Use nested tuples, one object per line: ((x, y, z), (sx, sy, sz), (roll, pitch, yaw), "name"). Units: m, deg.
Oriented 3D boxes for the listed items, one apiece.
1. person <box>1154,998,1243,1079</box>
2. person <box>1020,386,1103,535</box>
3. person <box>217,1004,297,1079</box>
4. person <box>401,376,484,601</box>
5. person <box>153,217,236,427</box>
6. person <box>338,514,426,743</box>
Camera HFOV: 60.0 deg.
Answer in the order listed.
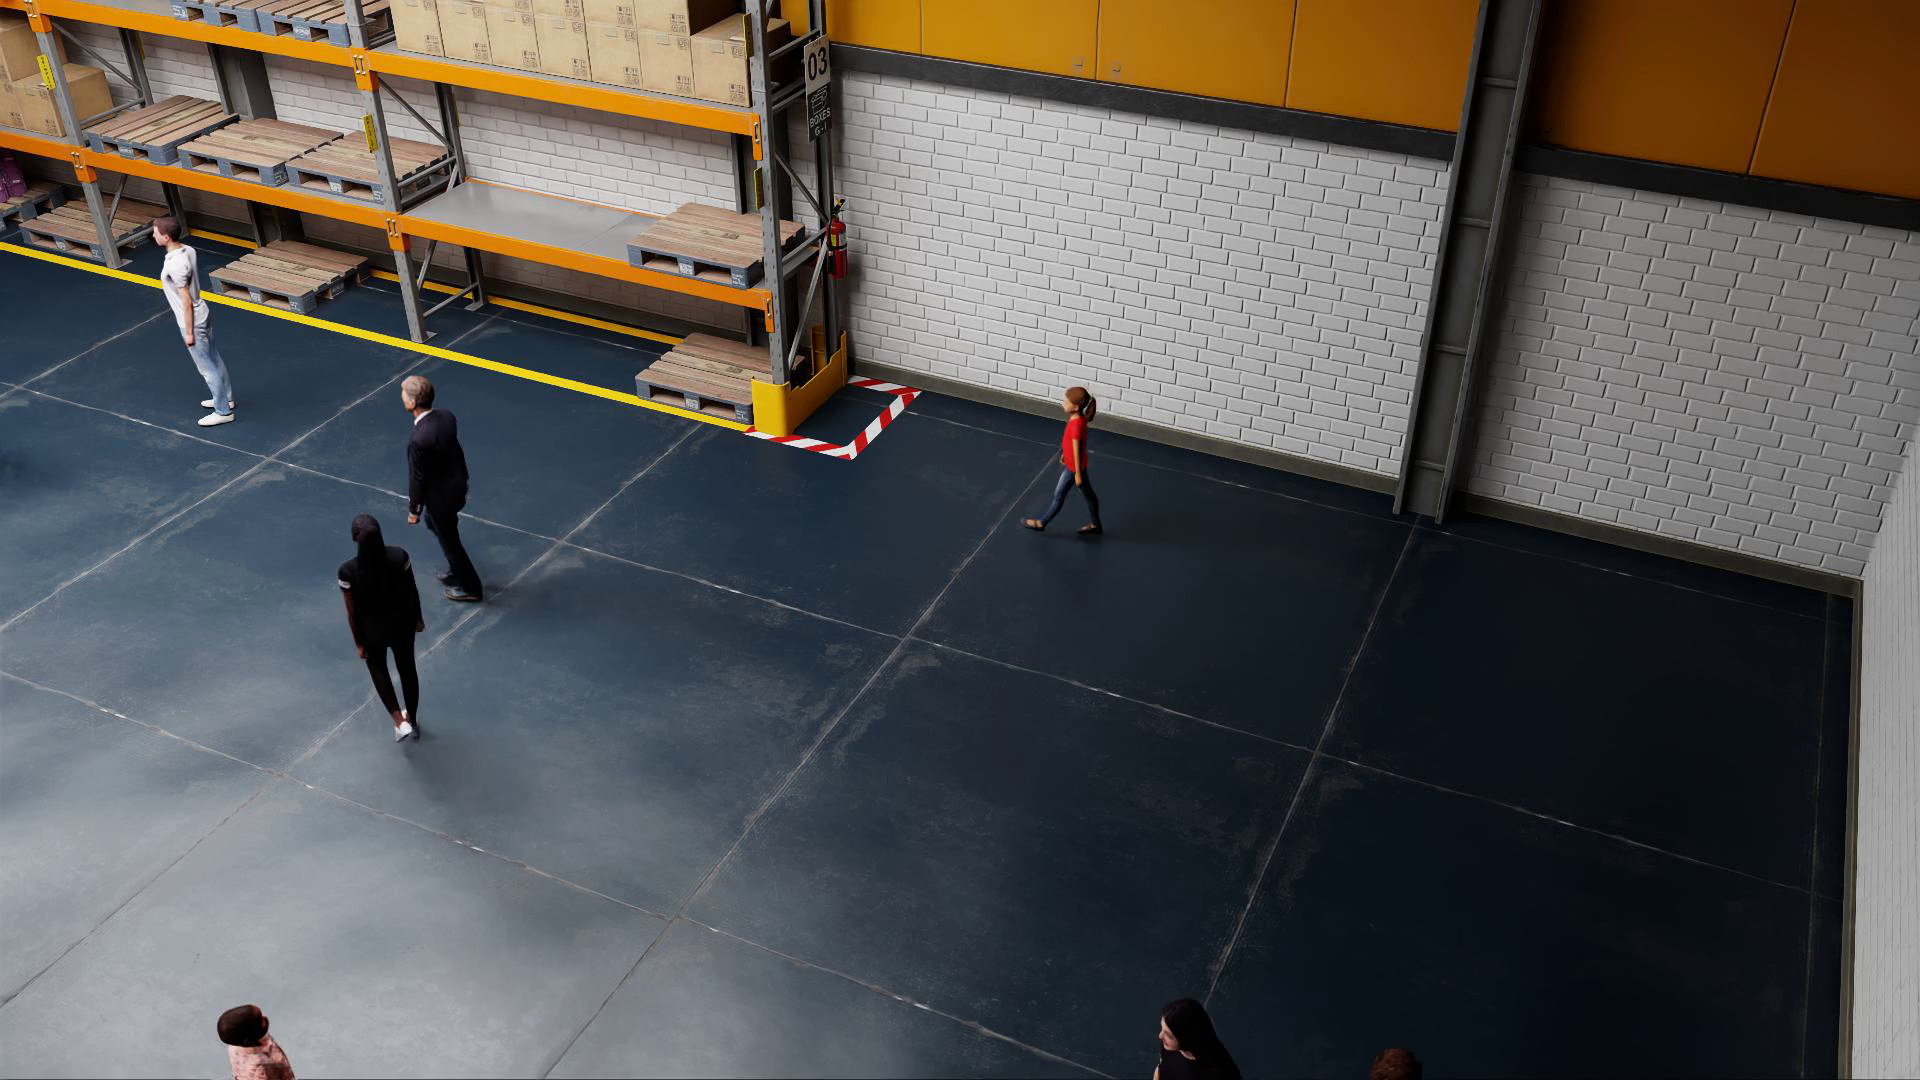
((1.179, 2.650, 7.587), (0.952, 1.584, 0.950), (-23, 40, -31), "person")
((0.951, -0.571, 12.702), (0.919, 1.285, 0.672), (4, 34, 6), "person")
((-3.306, 2.663, 7.828), (0.742, 1.295, 0.840), (-29, 43, -36), "person")
((-3.631, -0.338, 11.886), (0.781, 1.800, 0.784), (3, 34, 5), "person")
((-6.509, -1.874, 14.150), (0.754, 1.851, 0.727), (-7, 34, -11), "person")
((-3.603, 0.602, 10.547), (0.819, 1.717, 0.896), (-17, 37, -24), "person")
